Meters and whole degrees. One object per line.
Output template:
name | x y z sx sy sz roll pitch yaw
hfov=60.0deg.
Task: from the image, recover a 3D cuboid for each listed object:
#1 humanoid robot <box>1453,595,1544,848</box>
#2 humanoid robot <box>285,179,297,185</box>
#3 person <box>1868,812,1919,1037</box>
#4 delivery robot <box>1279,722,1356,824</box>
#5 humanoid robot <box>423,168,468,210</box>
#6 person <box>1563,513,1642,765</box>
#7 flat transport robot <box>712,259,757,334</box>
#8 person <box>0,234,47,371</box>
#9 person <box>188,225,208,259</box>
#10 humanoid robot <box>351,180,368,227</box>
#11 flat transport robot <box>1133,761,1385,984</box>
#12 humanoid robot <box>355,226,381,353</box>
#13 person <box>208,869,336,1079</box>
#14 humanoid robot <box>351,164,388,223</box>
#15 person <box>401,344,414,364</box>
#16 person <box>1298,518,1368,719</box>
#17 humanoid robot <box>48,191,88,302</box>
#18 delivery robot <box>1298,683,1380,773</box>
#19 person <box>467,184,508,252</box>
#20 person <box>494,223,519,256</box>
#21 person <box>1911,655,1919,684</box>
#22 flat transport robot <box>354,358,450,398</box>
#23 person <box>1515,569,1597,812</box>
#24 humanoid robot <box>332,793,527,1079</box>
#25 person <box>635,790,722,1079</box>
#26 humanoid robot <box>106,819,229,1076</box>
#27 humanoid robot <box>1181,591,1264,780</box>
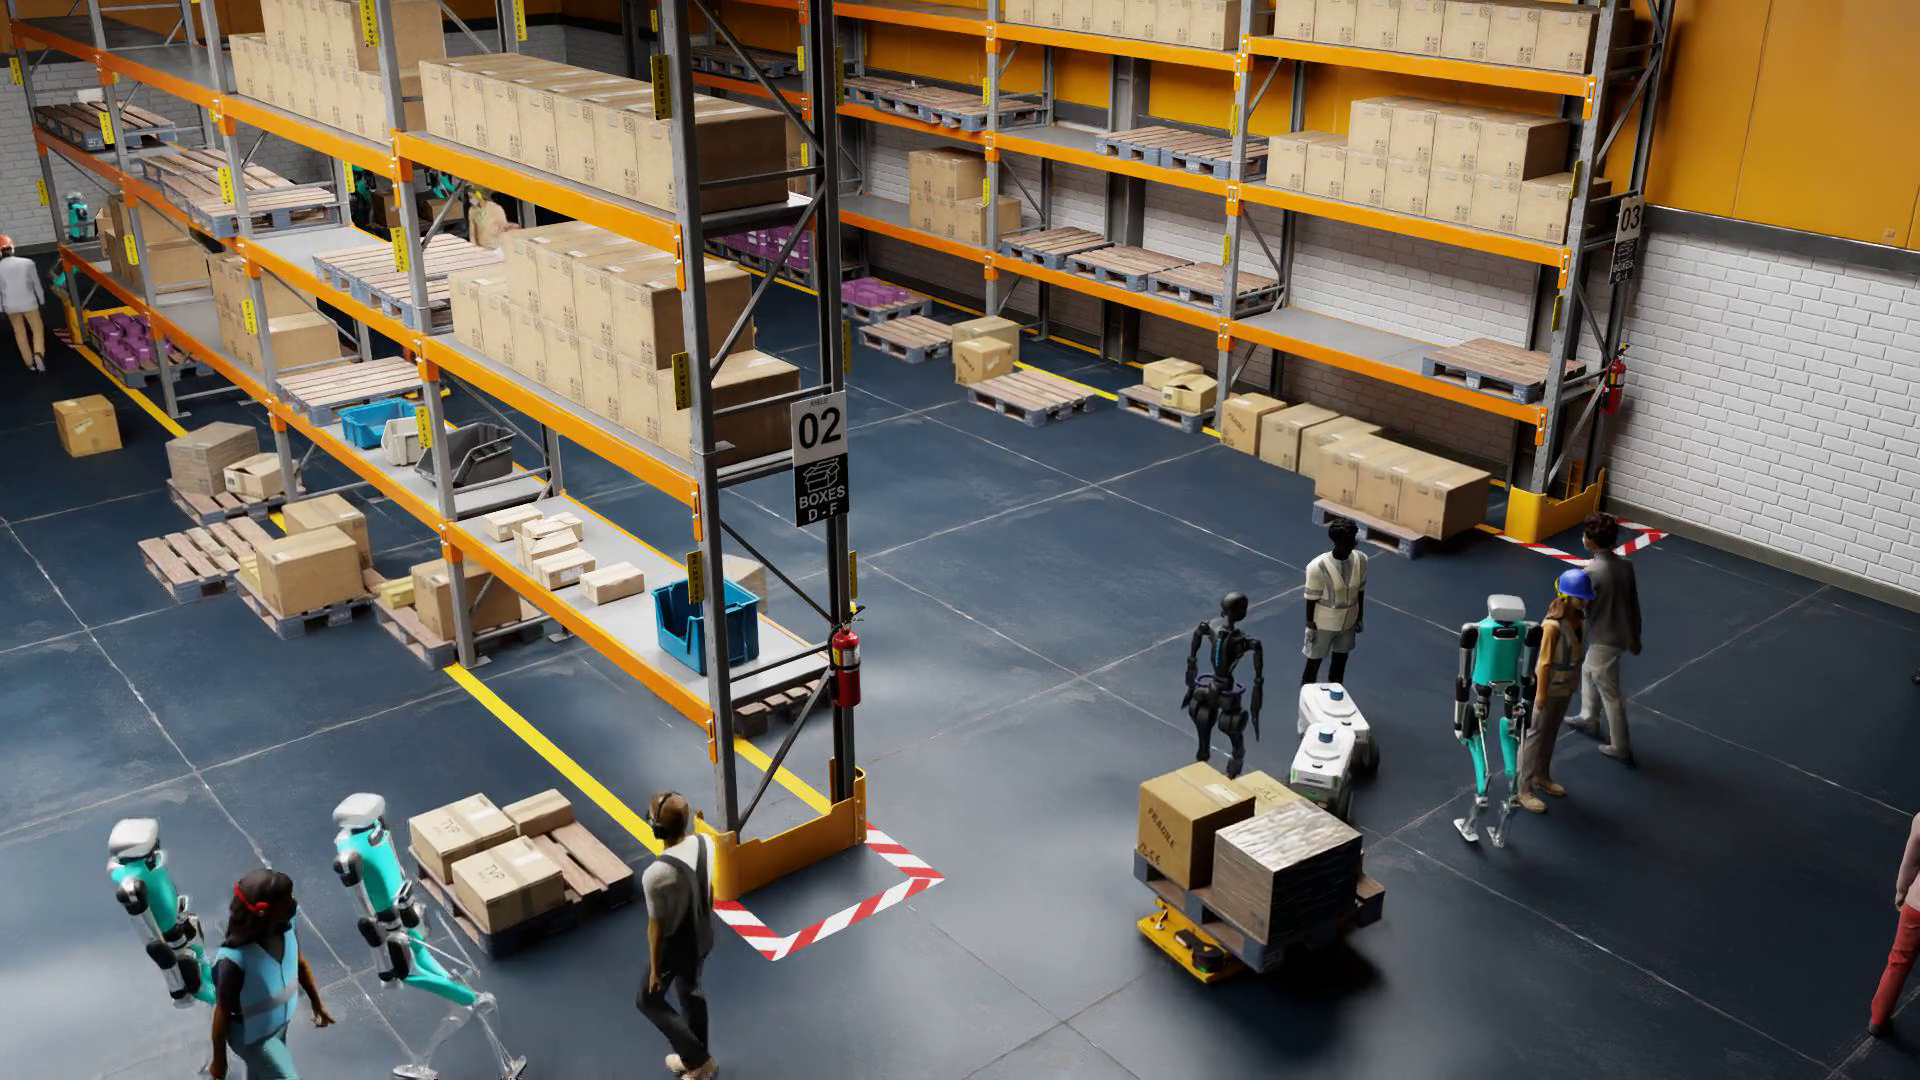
humanoid robot | 3.515 1.271 10.814 0.537 1.772 0.685 0 23 -1
humanoid robot | -9.572 -4.415 24.166 0.751 1.654 0.601 2 23 5
person | 5.377 2.022 9.086 0.347 1.759 0.520 -18 29 -35
delivery robot | 2.518 1.595 11.589 0.508 0.595 0.766 9 25 20
humanoid robot | -8.541 -5.950 27.577 0.904 1.767 0.542 13 27 28
person | 4.642 0.706 12.016 0.515 1.845 0.845 -16 28 -32
flat transport robot | -3.494 -2.811 22.152 1.431 0.231 0.659 6 24 14
person | -11.597 -2.909 20.520 0.571 1.730 0.633 -12 26 -26
person | -12.180 -5.165 25.573 1.015 1.874 0.566 -14 27 -29
humanoid robot | -10.083 -6.011 27.785 0.497 1.647 0.600 -11 26 -23
flat transport robot | 1.867 2.287 10.346 1.431 0.231 0.659 -14 27 -30
humanoid robot | -7.712 -3.239 21.371 0.500 1.633 0.616 14 27 29
person | -3.343 2.404 8.108 0.923 1.822 0.550 4 24 10
humanoid robot | -9.726 -5.874 27.425 0.546 1.780 0.803 10 25 23
person | -6.704 -2.807 20.277 0.528 1.745 0.698 -8 25 -18
person | 2.789 0.612 12.433 0.535 1.692 0.319 -10 25 -21
humanoid robot | -12.158 -3.797 22.607 0.769 1.797 0.535 -19 30 -37
delivery robot | 2.732 1.356 12.140 0.499 0.592 0.774 -2 23 -5
person | -6.400 -3.998 22.919 0.668 1.848 0.406 3 24 7
person | -5.440 -3.002 20.575 0.873 1.873 0.659 17 28 34
person | 7.810 0.265 12.948 0.547 1.925 0.387 13 27 28
flat transport robot | -6.811 -1.924 20.099 0.659 0.231 1.431 -21 31 -39
person | 4.099 1.008 11.405 0.464 1.777 0.326 -20 31 -39
humanoid robot | -2.714 2.167 8.806 0.998 1.772 0.530 2 23 4
person | -1.492 2.121 8.762 0.419 1.827 0.529 14 27 29
humanoid robot | -3.890 2.185 8.733 0.836 1.759 0.576 -8 25 -18
humanoid robot | 1.768 1.105 11.308 0.608 1.651 0.309 15 28 31
